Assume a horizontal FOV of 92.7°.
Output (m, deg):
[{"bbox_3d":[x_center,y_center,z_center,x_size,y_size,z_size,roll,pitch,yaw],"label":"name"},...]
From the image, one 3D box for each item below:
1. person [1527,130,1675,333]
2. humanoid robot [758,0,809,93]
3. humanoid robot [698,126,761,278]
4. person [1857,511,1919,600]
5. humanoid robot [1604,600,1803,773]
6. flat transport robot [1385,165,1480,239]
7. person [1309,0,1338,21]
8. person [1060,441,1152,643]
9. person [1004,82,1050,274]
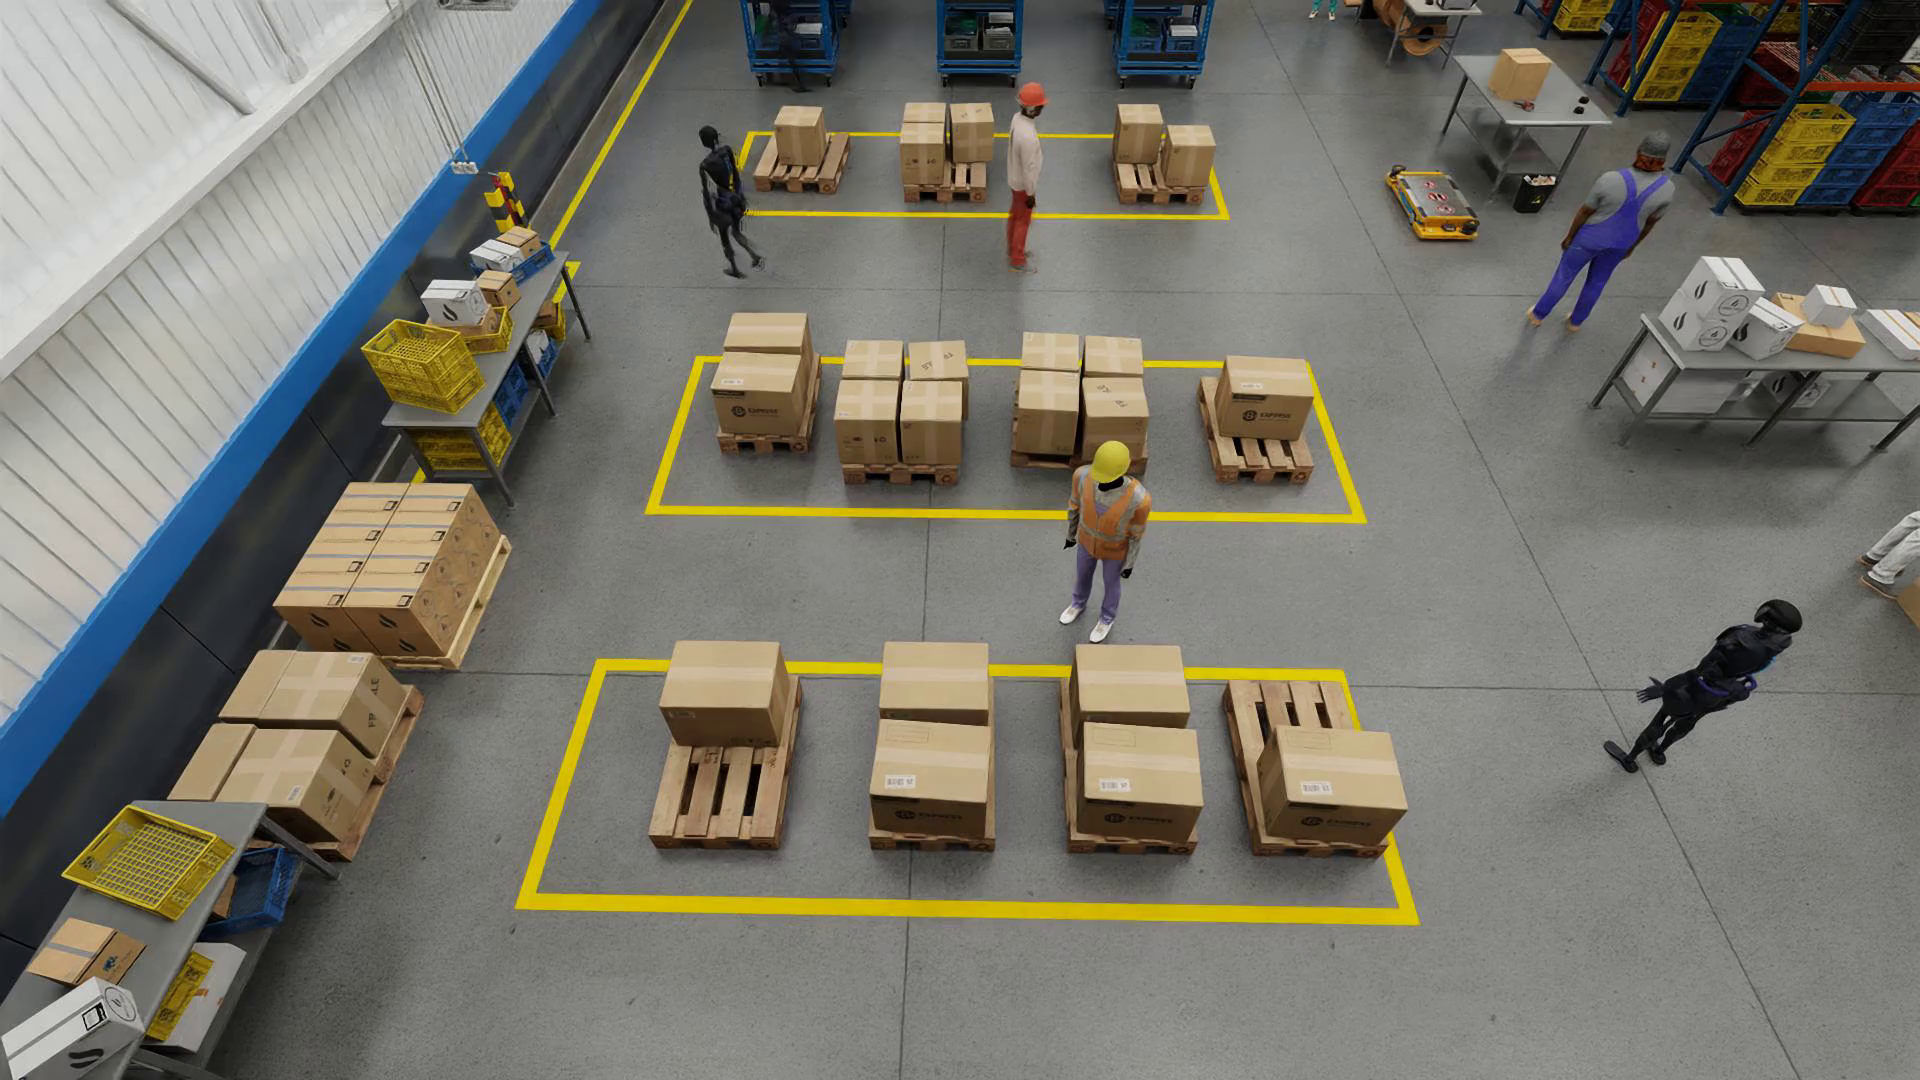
[{"bbox_3d":[6.284,-2.986,8.947,0.681,2.000,0.535,12,50,10],"label":"person"},{"bbox_3d":[-2.503,-7.090,12.756,0.671,1.631,0.551,0,49,0],"label":"humanoid robot"},{"bbox_3d":[-2.429,-3.545,9.673,0.386,1.649,0.614,24,53,19],"label":"humanoid robot"},{"bbox_3d":[7.439,-0.314,6.739,0.356,1.882,0.573,27,54,22],"label":"person"},{"bbox_3d":[4.689,0.924,5.792,0.600,1.657,0.331,-9,50,-7],"label":"humanoid robot"},{"bbox_3d":[5.692,-4.094,11.059,0.652,0.197,1.431,1,49,1],"label":"flat transport robot"},{"bbox_3d":[6.019,-9.242,14.542,0.522,1.768,0.307,13,50,11],"label":"person"},{"bbox_3d":[0.986,0.024,6.425,0.579,1.919,0.397,27,54,21],"label":"person"},{"bbox_3d":[0.696,-3.799,9.683,0.399,1.989,0.621,-8,50,-7],"label":"person"}]
